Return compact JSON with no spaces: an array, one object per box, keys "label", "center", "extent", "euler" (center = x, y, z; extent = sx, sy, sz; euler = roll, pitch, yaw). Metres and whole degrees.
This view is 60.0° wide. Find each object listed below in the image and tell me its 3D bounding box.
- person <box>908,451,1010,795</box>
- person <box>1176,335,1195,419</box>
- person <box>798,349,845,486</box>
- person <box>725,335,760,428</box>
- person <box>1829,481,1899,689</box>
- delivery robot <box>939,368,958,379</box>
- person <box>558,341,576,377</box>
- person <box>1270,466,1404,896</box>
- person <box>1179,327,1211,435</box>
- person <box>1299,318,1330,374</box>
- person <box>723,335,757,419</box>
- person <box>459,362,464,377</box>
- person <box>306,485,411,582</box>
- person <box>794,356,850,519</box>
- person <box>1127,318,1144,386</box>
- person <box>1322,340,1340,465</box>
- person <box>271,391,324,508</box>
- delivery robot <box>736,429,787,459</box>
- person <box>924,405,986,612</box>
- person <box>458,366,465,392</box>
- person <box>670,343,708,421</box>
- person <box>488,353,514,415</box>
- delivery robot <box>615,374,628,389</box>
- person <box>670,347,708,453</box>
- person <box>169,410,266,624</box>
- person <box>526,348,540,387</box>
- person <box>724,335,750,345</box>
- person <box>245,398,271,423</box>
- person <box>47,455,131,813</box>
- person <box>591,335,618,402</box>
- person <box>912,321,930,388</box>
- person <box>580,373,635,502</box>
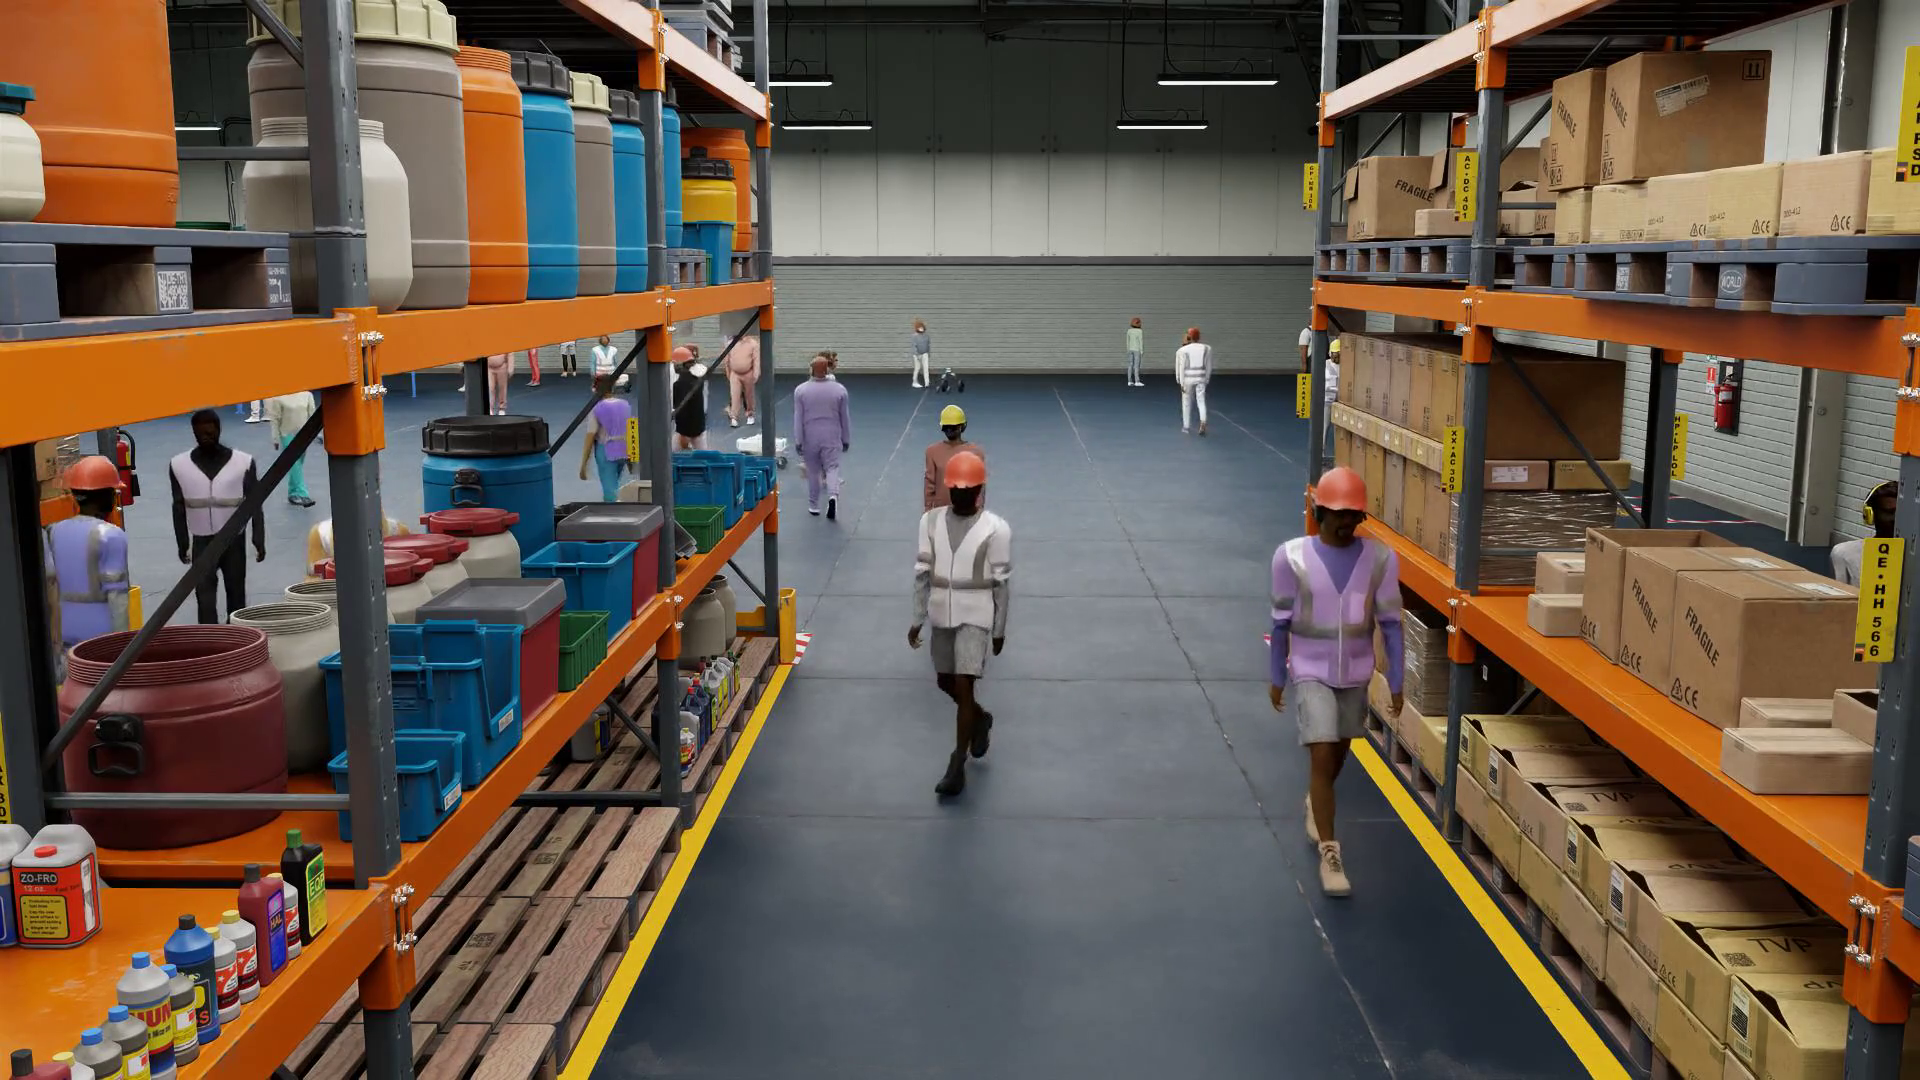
[{"label":"person","center":[0.031,0.422,9.513],"extent":[0.553,1.913,0.880],"euler":[4,10,24]},{"label":"person","center":[4.369,-3.135,31.762],"extent":[0.500,1.592,0.852],"euler":[3,10,19]},{"label":"person","center":[-1.831,-1.605,21.922],"extent":[0.647,1.823,0.509],"euler":[-6,11,-33]},{"label":"person","center":[-3.932,-2.984,30.090],"extent":[0.642,1.861,1.004],"euler":[0,9,0]},{"label":"person","center":[4.606,0.630,8.370],"extent":[0.520,1.876,0.326],"euler":[2,10,10]},{"label":"delivery robot","center":[-0.256,-3.811,37.985],"extent":[0.335,0.223,0.698],"euler":[4,10,22]},{"label":"person","center":[-10.160,-5.071,43.053],"extent":[0.535,1.697,0.318],"euler":[-7,12,-37]},{"label":"person","center":[1.820,0.616,8.103],"extent":[0.627,1.999,1.045],"euler":[0,9,0]},{"label":"person","center":[4.053,-2.737,28.618],"extent":[0.576,1.855,0.854],"euler":[-1,10,-5]},{"label":"person","center":[6.942,-3.435,32.350],"extent":[0.685,2.000,0.535],"euler":[-7,12,-36]},{"label":"person","center":[-4.192,-3.132,31.525],"extent":[0.823,1.664,0.530],"euler":[-9,13,-42]},{"label":"person","center":[-9.447,-3.402,32.465],"extent":[0.628,1.898,0.993],"euler":[-4,10,-20]},{"label":"person","center":[-3.265,0.504,9.080],"extent":[0.552,1.897,0.861],"euler":[-1,10,-9]},{"label":"person","center":[-1.594,-1.190,19.277],"extent":[0.650,1.877,0.862],"euler":[-2,10,-11]},{"label":"person","center":[4.211,-4.517,39.914],"extent":[0.278,1.634,0.498],"euler":[-8,12,-40]},{"label":"person","center":[5.488,-2.015,24.337],"extent":[0.601,1.830,0.403],"euler":[-1,10,-8]},{"label":"person","center":[-8.020,-1.254,20.127],"extent":[0.912,1.719,0.526],"euler":[8,12,39]},{"label":"delivery robot","center":[-2.866,-1.357,24.060],"extent":[0.707,0.478,0.477],"euler":[0,10,-1]},{"label":"person","center":[-0.051,-0.257,14.005],"extent":[0.531,1.767,0.328],"euler":[2,10,13]},{"label":"person","center":[-11.409,-4.259,38.185],"extent":[0.319,1.697,0.533],"euler":[-1,10,-7]},{"label":"person","center":[-3.824,-1.860,23.414],"extent":[0.580,1.844,0.964],"euler":[-4,10,-21]},{"label":"person","center":[-8.793,-3.223,31.496],"extent":[0.671,1.850,0.983],"euler":[-1,10,-8]},{"label":"delivery robot","center":[-7.837,-3.643,37.758],"extent":[0.477,0.478,0.707],"euler":[3,10,19]},{"label":"person","center":[-3.307,-1.332,19.924],"extent":[1.062,1.933,0.619],"euler":[4,10,24]},{"label":"person","center":[-5.384,0.006,12.078],"extent":[0.620,1.874,0.934],"euler":[-3,10,-19]},{"label":"person","center":[-10.252,-4.564,39.797],"extent":[0.304,1.770,0.533],"euler":[-5,11,-29]},{"label":"person","center":[-5.407,-4.721,40.366],"extent":[0.628,1.887,0.497],"euler":[-1,10,-5]},{"label":"person","center":[-13.039,-3.128,30.785],"extent":[0.407,1.908,0.642],"euler":[5,11,27]},{"label":"person","center":[-4.619,0.482,9.148],"extent":[0.570,1.905,0.875],"euler":[4,10,22]},{"label":"person","center":[-6.789,-3.150,31.773],"extent":[0.519,1.624,0.527],"euler":[-4,10,-24]},{"label":"person","center":[-0.911,-4.360,39.151],"extent":[0.525,1.579,0.735],"euler":[-4,10,-24]},{"label":"person","center":[-3.705,-0.815,17.198],"extent":[0.790,1.808,0.591],"euler":[5,11,28]}]
